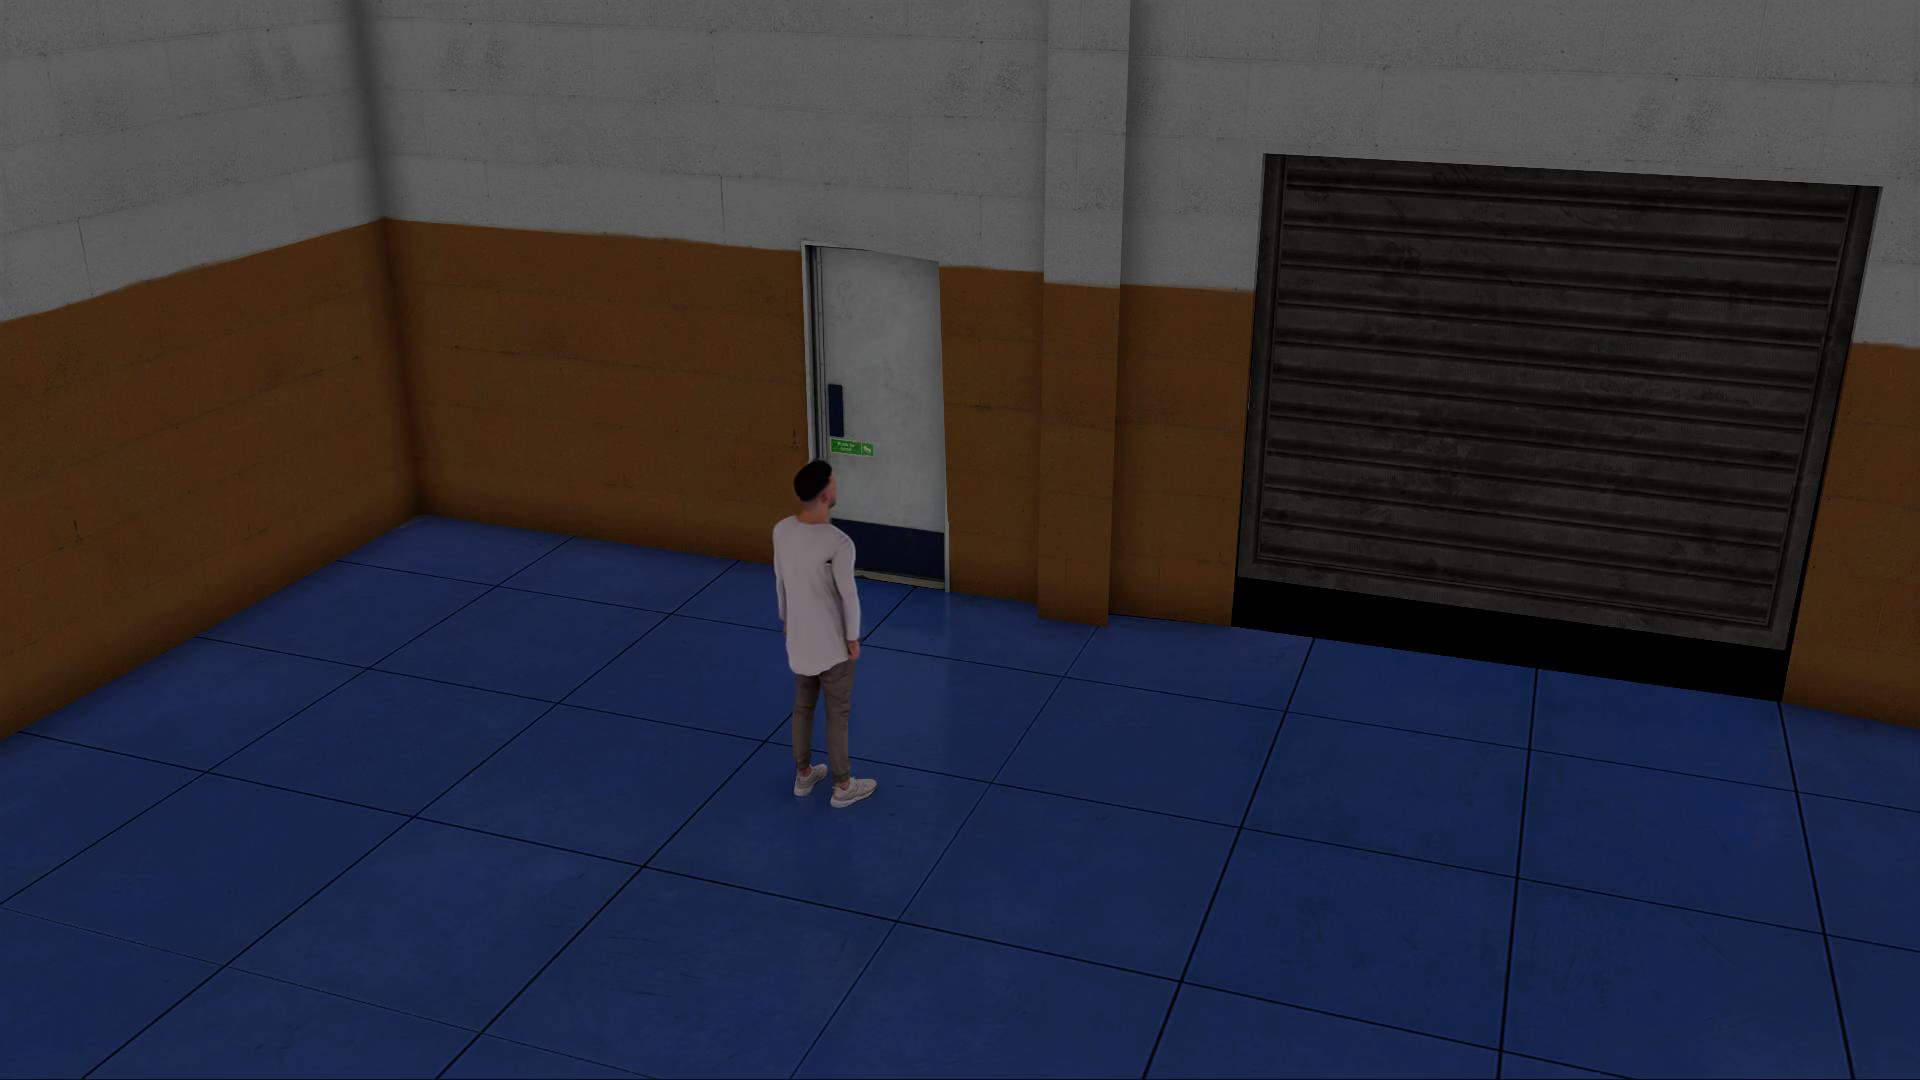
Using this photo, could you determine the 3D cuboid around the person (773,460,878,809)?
[{"bbox_3d":[-0.705,0.467,8.391,0.599,1.840,0.780,15,26,33],"label":"person"}]
